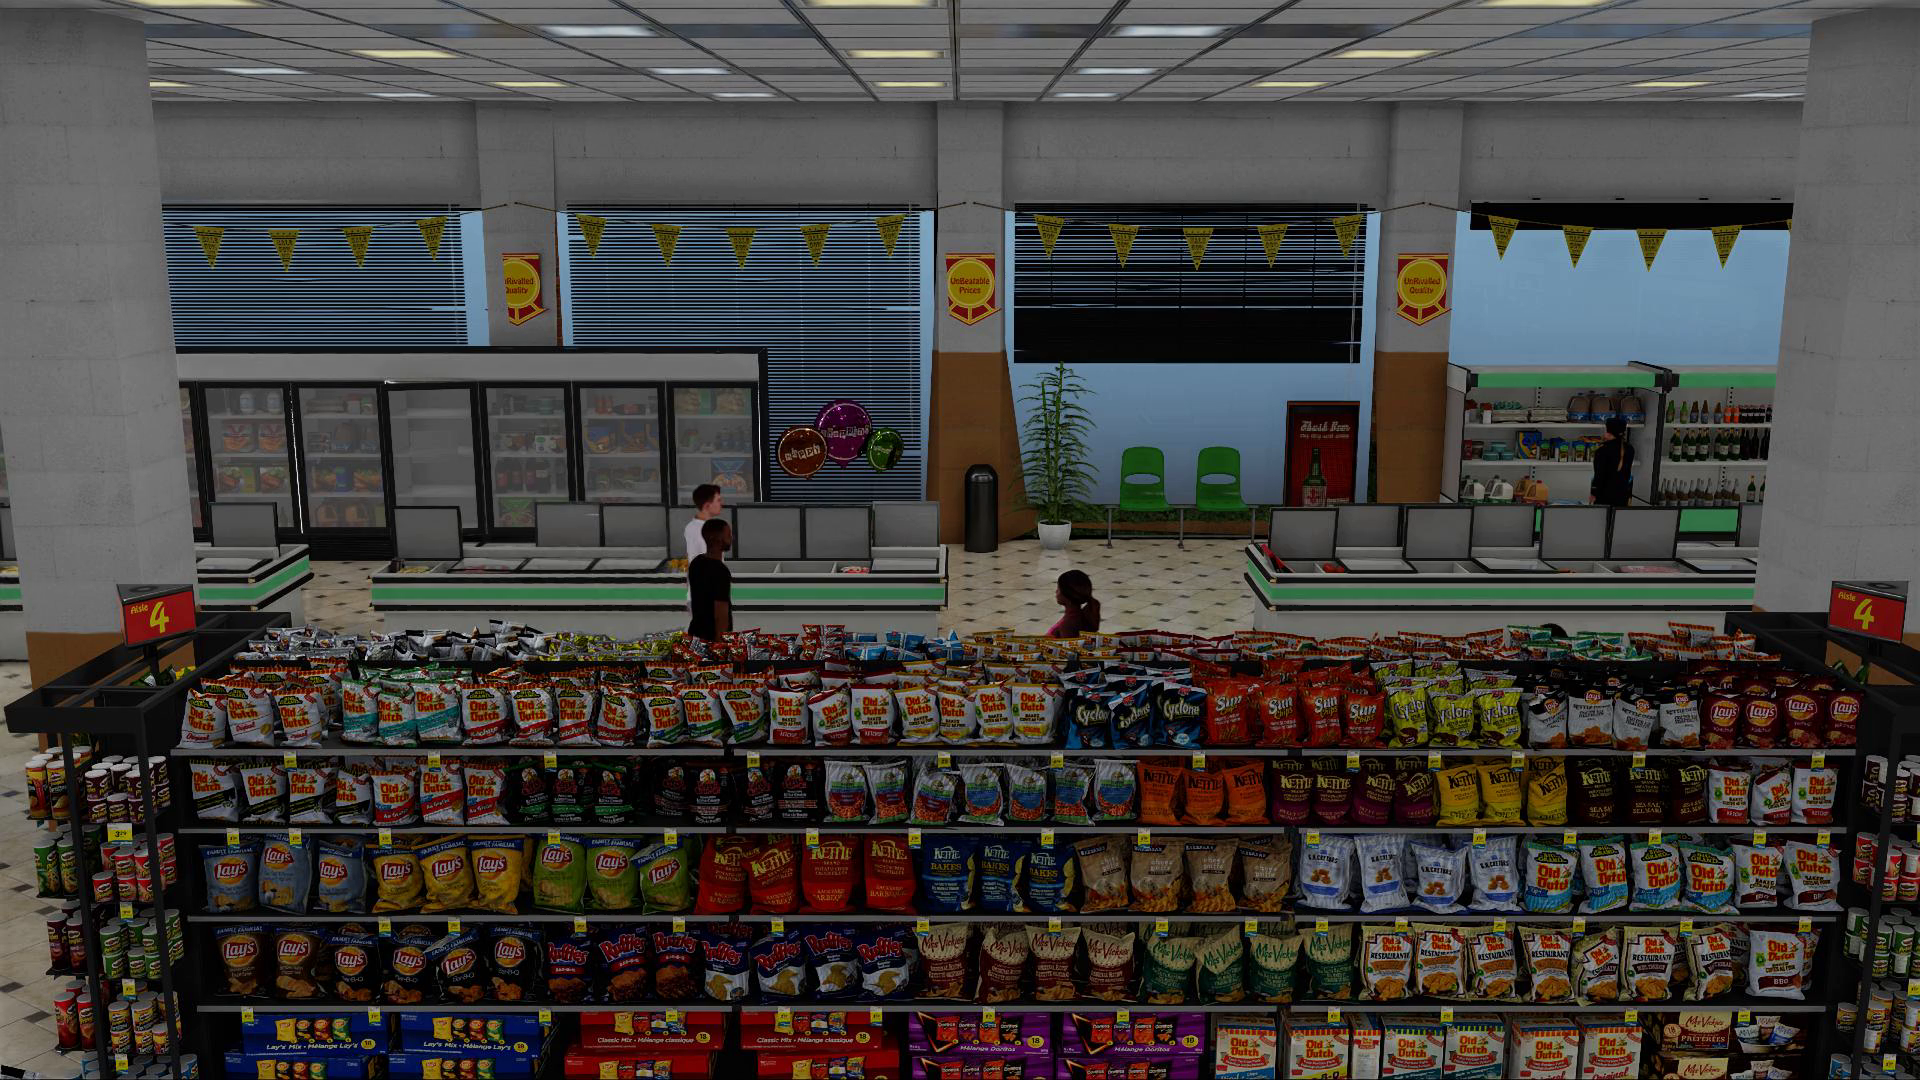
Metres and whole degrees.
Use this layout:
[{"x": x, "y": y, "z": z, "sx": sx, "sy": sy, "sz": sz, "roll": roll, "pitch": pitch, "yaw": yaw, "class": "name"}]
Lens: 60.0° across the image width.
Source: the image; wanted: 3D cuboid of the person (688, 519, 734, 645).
[{"x": -1.832, "y": 0.769, "z": 11.660, "sx": 1.141, "sy": 1.760, "sz": 1.202, "roll": 11, "pitch": 16, "yaw": 43, "class": "person"}]

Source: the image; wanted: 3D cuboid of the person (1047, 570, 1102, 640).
[{"x": 0.717, "y": 1.022, "z": 10.547, "sx": 0.658, "sy": 1.723, "sz": 0.631, "roll": 5, "pitch": 13, "yaw": 22, "class": "person"}]

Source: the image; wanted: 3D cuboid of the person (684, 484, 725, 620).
[{"x": -2.052, "y": 0.494, "z": 12.781, "sx": 0.747, "sy": 1.836, "sz": 0.730, "roll": -3, "pitch": 12, "yaw": -15, "class": "person"}]

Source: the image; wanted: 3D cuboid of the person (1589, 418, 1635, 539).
[{"x": 6.937, "y": -0.470, "z": 17.757, "sx": 0.746, "sy": 1.671, "sz": 0.864, "roll": -7, "pitch": 14, "yaw": -28, "class": "person"}]
